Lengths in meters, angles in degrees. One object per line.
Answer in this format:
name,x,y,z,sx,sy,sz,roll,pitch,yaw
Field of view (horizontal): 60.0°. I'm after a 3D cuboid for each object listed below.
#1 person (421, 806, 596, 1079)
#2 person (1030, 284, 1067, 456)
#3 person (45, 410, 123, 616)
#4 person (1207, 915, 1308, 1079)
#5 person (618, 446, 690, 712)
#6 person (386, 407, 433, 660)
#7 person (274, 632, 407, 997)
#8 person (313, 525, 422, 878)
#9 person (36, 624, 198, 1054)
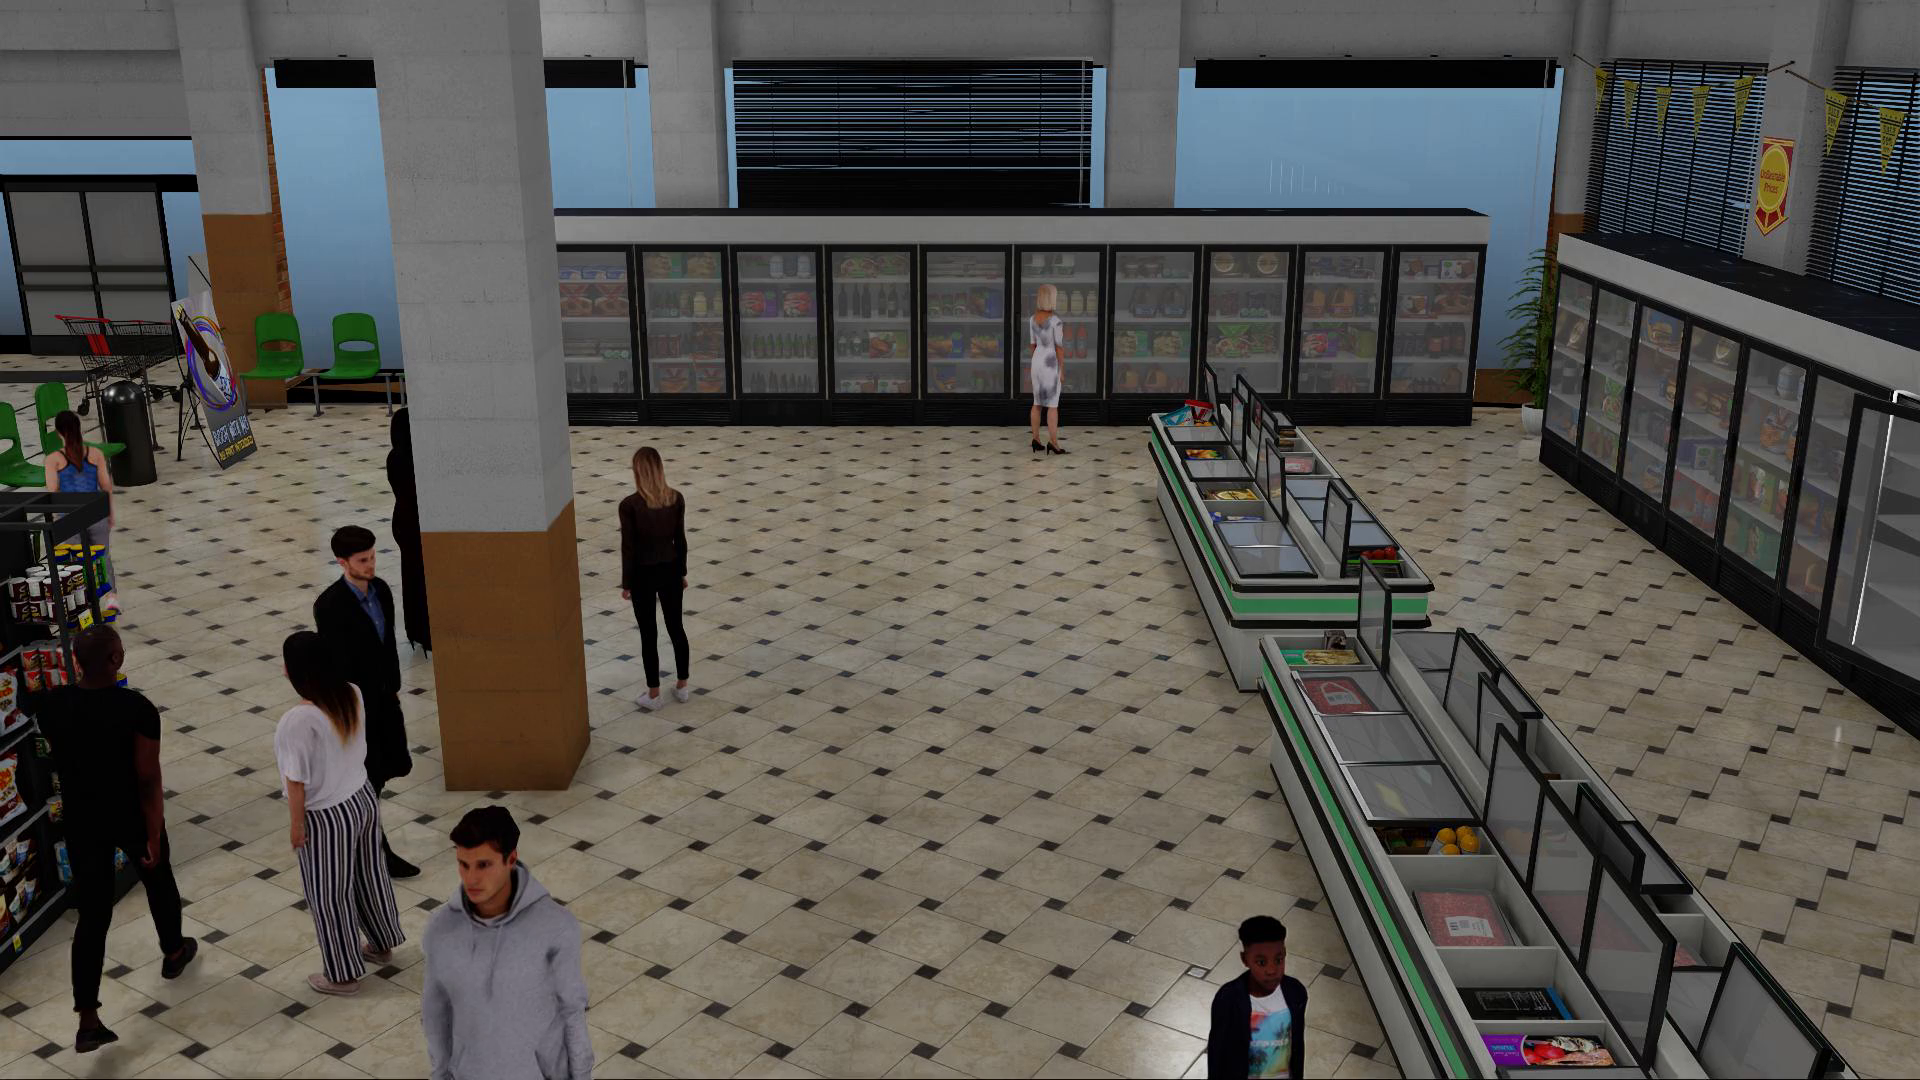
person,-1.418,1.702,5.392,0.681,1.915,0.840,0,17,-1
person,0.888,-1.751,17.047,0.638,1.751,0.687,14,22,39
person,-6.285,-0.126,11.953,0.764,1.601,0.704,16,23,42
person,1.035,1.895,5.864,0.560,1.271,0.581,-4,17,-12
person,-1.933,0.242,10.567,0.676,1.703,0.705,-13,21,-36
person,-3.729,-0.054,11.447,0.820,1.758,0.741,-13,21,-37
person,-2.803,1.201,7.455,0.811,1.675,0.681,5,18,16
person,-3.078,0.819,8.395,0.915,1.861,0.901,5,18,17
person,-3.628,1.281,7.023,0.736,1.773,1.258,-1,17,-5
